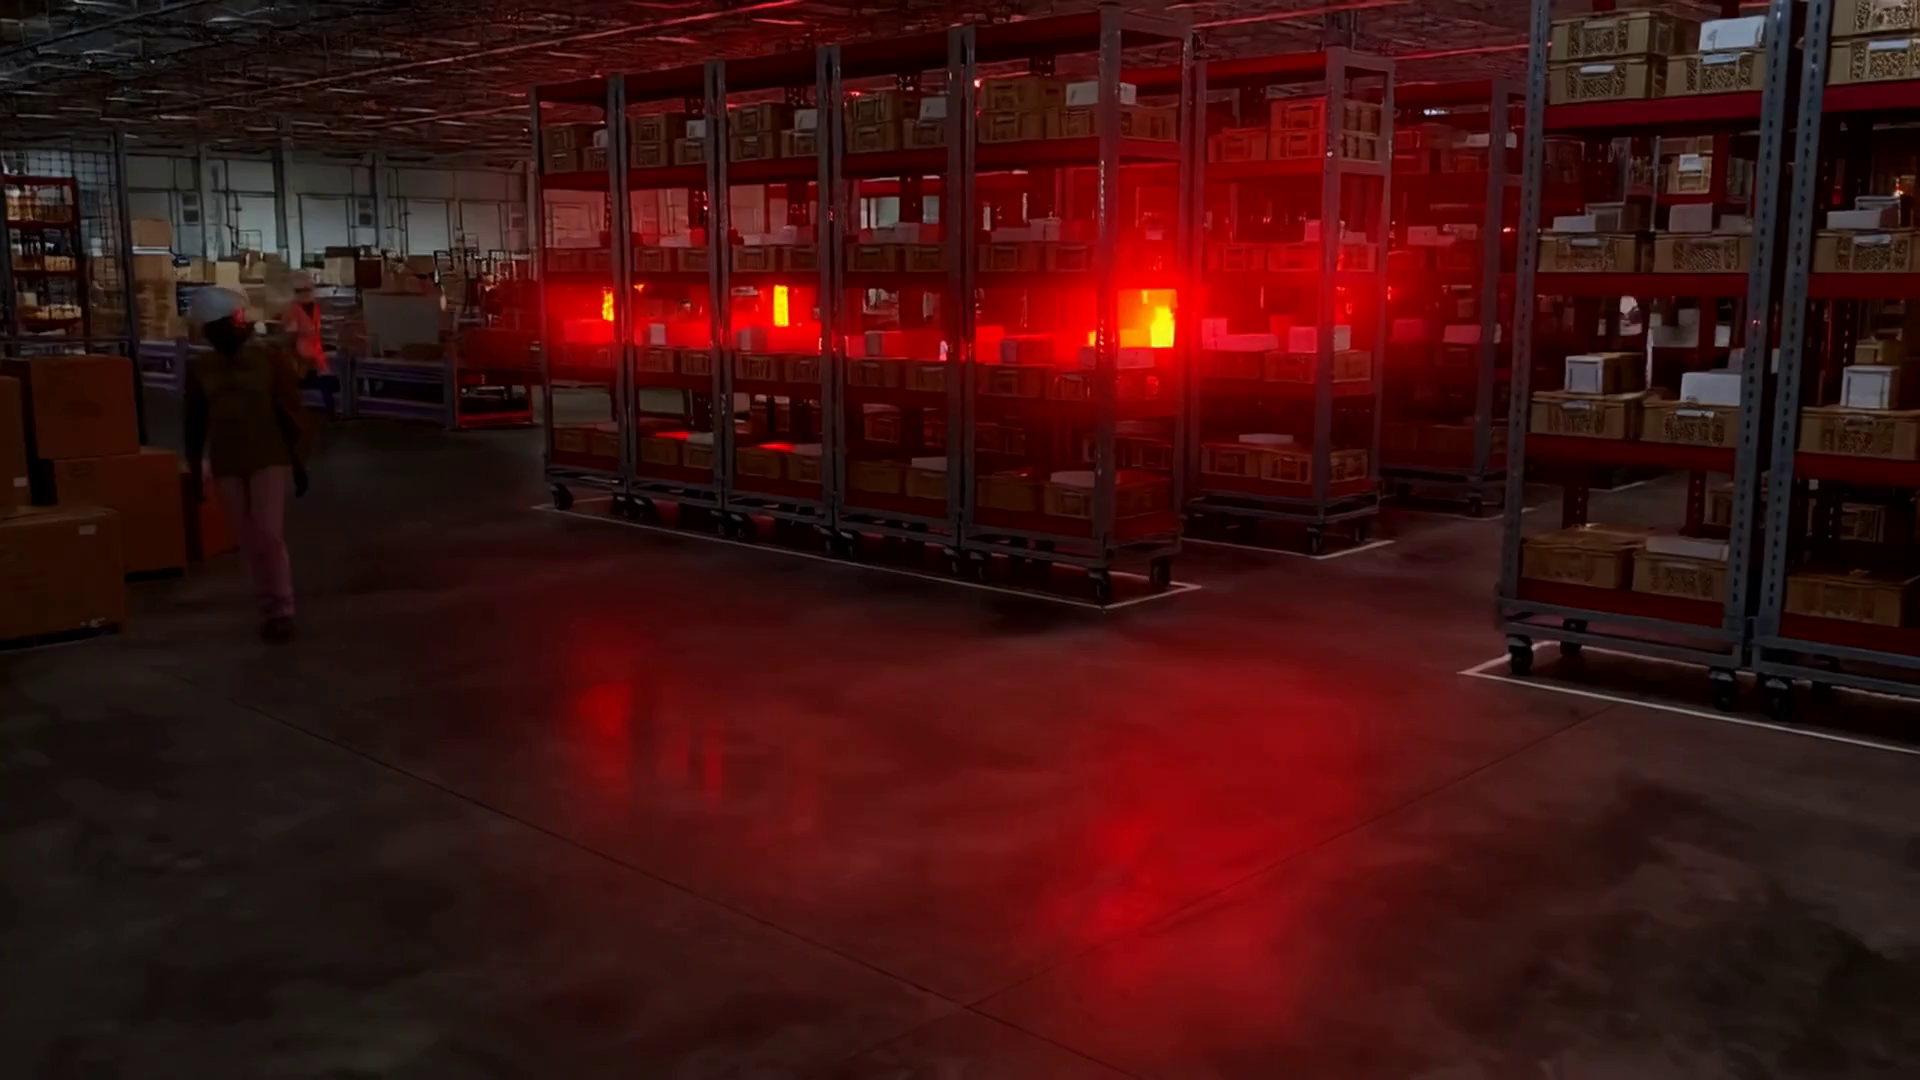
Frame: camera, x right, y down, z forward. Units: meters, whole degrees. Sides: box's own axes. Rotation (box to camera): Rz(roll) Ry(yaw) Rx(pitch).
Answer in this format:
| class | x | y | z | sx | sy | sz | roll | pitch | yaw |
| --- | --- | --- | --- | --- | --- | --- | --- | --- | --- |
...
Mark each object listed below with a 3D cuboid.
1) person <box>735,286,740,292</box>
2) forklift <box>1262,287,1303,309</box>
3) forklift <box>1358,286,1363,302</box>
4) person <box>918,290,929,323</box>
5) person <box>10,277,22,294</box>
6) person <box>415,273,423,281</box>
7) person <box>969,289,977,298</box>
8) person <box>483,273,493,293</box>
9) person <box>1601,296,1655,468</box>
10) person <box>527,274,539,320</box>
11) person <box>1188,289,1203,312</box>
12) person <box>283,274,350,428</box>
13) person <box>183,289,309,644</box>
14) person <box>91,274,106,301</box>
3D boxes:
| class | x | y | z | sx | sy | sz | roll | pitch | yaw |
| --- | --- | --- | --- | --- | --- | --- | --- | --- | --- |
| person | -8.890 | -9.591 | 65.635 | 0.635 | 1.960 | 0.590 | -8 | 12 | -42 |
| forklift | 10.769 | -8.203 | 54.240 | 1.129 | 2.768 | 1.873 | 8 | 12 | 42 |
| forklift | 11.100 | -7.017 | 46.970 | 1.873 | 2.768 | 1.129 | 9 | 13 | 43 |
| person | -0.994 | -5.631 | 41.734 | 0.403 | 1.818 | 0.599 | -4 | 10 | -21 |
| person | -39.915 | -10.342 | 70.397 | 1.018 | 1.898 | 0.609 | 2 | 10 | 13 |
| person | -28.724 | -13.244 | 88.208 | 0.582 | 1.889 | 0.965 | 4 | 10 | 25 |
| person | 0.297 | -6.901 | 48.817 | 0.397 | 2.044 | 0.609 | 3 | 10 | 17 |
| person | -21.020 | -11.002 | 74.482 | 1.019 | 1.885 | 0.537 | -2 | 9 | -12 |
| person | 6.968 | -1.601 | 17.056 | 0.682 | 1.809 | 0.612 | 9 | 13 | 42 |
| person | -14.682 | -8.229 | 57.427 | 0.664 | 1.887 | 0.447 | -8 | 12 | -39 |
| person | 3.179 | -2.566 | 22.871 | 0.585 | 1.831 | 0.523 | 9 | 13 | 42 |
| person | -8.404 | -2.429 | 21.552 | 1.041 | 1.989 | 0.618 | 6 | 11 | 33 |
| person | -3.951 | -0.391 | 9.153 | 0.619 | 1.953 | 0.702 | 0 | 9 | -2 |
| person | -23.411 | -6.300 | 45.528 | 0.579 | 1.904 | 0.831 | 7 | 12 | 37 |
